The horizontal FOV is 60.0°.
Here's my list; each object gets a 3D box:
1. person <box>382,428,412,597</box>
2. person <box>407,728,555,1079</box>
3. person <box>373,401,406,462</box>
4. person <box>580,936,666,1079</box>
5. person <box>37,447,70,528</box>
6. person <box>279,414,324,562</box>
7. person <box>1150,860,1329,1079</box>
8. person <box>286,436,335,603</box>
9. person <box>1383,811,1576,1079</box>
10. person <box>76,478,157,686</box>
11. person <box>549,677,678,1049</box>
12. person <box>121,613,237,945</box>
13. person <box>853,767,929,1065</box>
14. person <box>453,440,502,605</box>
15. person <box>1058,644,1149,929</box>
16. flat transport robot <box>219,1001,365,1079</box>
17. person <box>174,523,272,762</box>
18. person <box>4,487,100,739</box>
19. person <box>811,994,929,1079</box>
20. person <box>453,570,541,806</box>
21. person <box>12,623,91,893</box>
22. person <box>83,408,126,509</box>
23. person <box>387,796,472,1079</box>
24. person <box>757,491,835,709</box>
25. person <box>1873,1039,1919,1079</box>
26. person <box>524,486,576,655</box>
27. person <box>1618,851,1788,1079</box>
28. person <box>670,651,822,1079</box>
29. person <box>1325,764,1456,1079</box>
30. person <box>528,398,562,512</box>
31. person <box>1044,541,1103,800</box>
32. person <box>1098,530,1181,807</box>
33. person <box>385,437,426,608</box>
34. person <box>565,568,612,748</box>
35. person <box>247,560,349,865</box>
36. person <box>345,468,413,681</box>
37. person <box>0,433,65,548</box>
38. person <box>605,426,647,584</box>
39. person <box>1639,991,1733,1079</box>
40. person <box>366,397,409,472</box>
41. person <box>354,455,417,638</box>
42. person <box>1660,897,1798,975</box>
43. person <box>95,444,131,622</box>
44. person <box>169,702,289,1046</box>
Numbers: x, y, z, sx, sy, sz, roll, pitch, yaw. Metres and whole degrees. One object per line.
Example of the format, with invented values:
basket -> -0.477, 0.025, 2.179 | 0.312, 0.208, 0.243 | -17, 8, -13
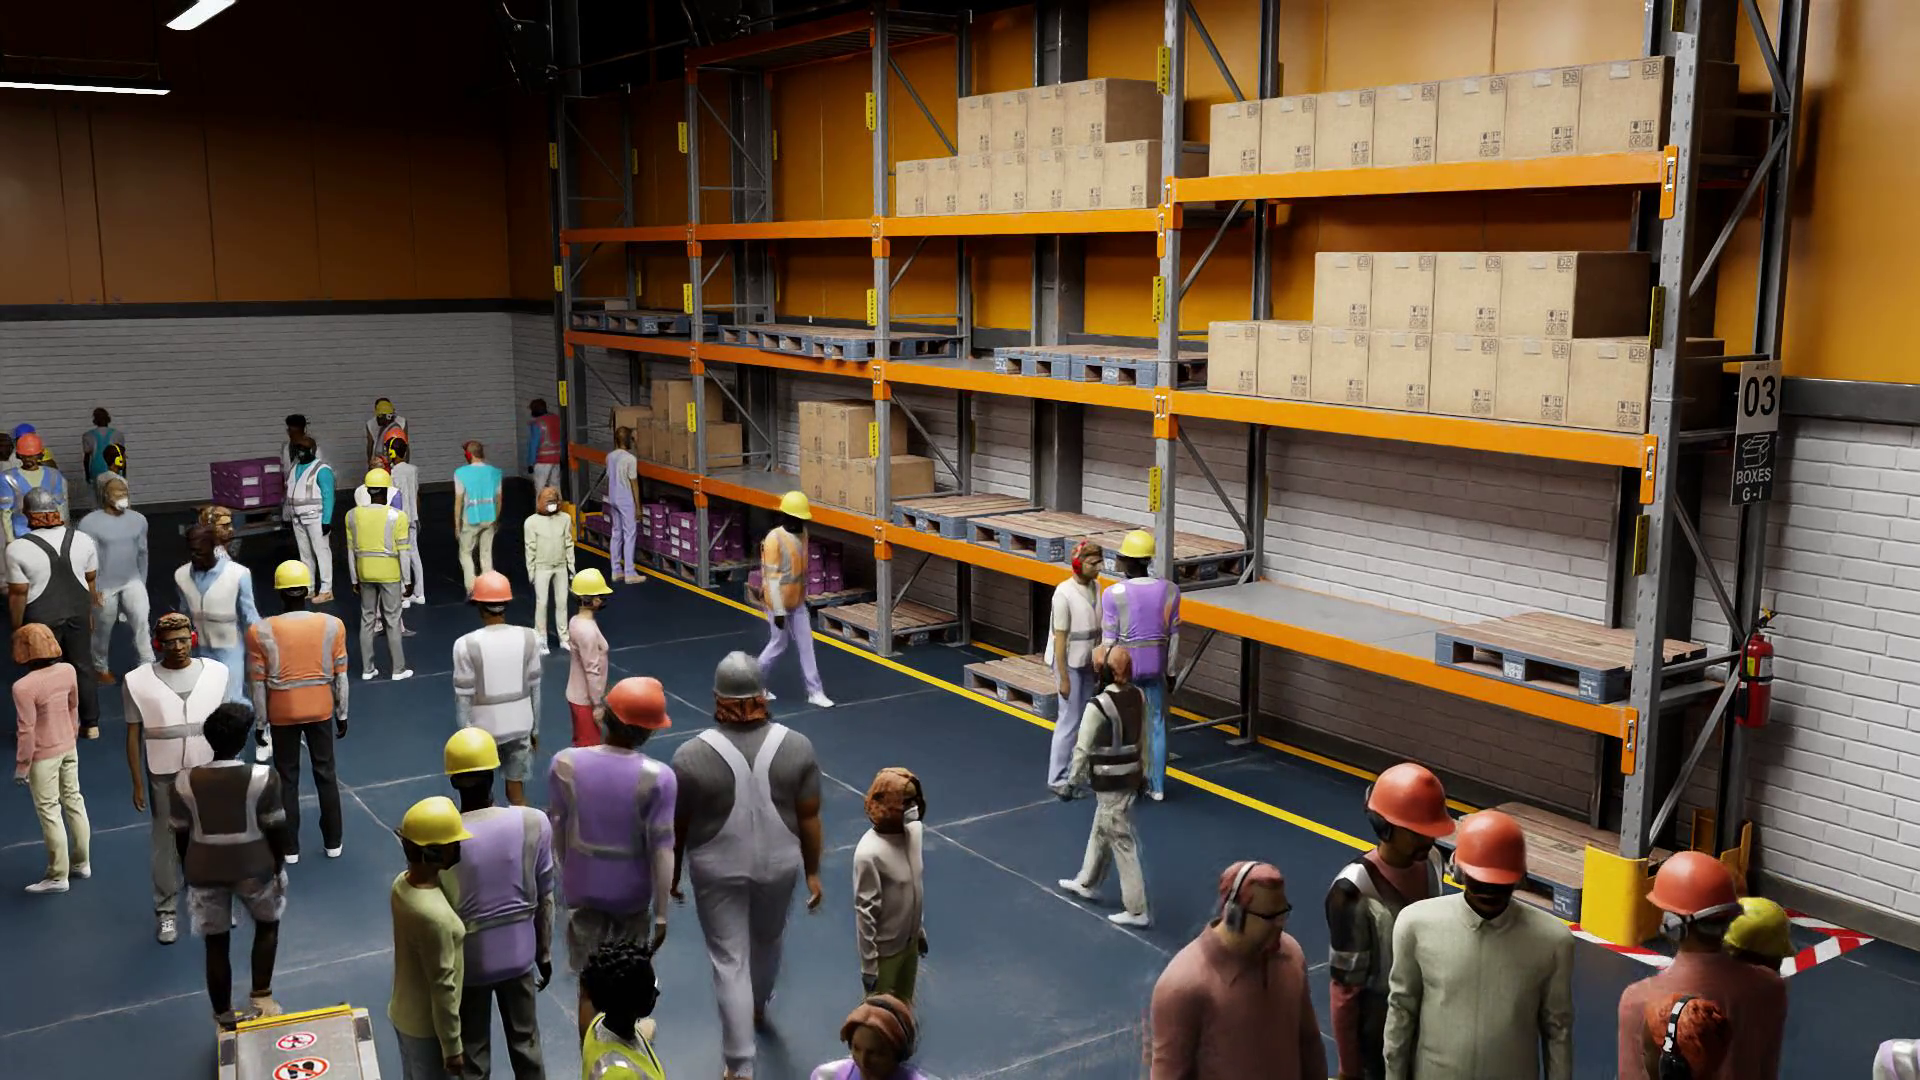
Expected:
person -> -6.191, -0.264, 18.302 | 0.544, 1.929, 0.388 | 8, 12, 38
person -> -1.929, 1.707, 6.751 | 0.586, 1.921, 0.383 | -6, 12, -33
person -> -7.895, -1.018, 23.037 | 0.403, 1.824, 0.593 | -7, 12, -36
person -> -1.054, 2.071, 5.273 | 0.318, 1.697, 0.534 | -3, 10, -17
person -> -10.014, -0.163, 18.285 | 0.486, 1.735, 0.338 | 2, 10, 11
person -> -7.863, -0.556, 19.942 | 0.636, 1.947, 0.492 | 4, 10, 22
person -> 0.969, 1.952, 5.506 | 0.672, 1.848, 1.013 | -9, 13, -41
person -> -7.171, -0.227, 18.328 | 0.633, 1.846, 0.429 | 5, 11, 29
person -> 1.749, 1.865, 5.648 | 0.617, 1.986, 0.416 | 2, 10, 13
person -> -7.372, 0.396, 14.567 | 1.007, 1.891, 0.634 | 8, 13, 40
person -> -1.538, 1.562, 7.466 | 0.610, 1.965, 0.961 | 0, 10, -2
person -> -4.353, 1.306, 9.324 | 0.566, 1.847, 0.389 | -8, 13, -40
person -> -0.290, 1.771, 7.217 | 0.264, 1.632, 0.507 | 5, 11, 27
person -> -5.241, -0.174, 18.105 | 0.605, 1.808, 0.488 | -9, 13, -42
person -> 0.803, 1.385, 9.553 | 0.790, 1.607, 0.528 | 7, 12, 36
flat transport robot -> -2.945, 2.417, 7.417 | 0.652, 0.197, 1.431 | -4, 11, -23
person -> -5.414, 0.796, 12.184 | 0.599, 1.898, 0.478 | 2, 10, 14
person -> -7.088, 0.592, 12.941 | 0.536, 2.000, 0.673 | 7, 12, 34
person -> -0.292, 2.162, 4.978 | 0.532, 1.614, 0.664 | 5, 11, 28
person -> -2.793, 1.139, 10.078 | 0.547, 1.924, 0.413 | -6, 11, -31
person -> -5.475, 1.300, 9.981 | 0.280, 1.634, 0.499 | 1, 10, 8
person -> -11.378, -0.855, 22.169 | 0.509, 1.788, 0.913 | -5, 11, -27
person -> -2.019, 1.846, 6.412 | 0.341, 1.761, 0.526 | -6, 11, -31
person -> -1.481, 0.490, 14.050 | 0.831, 1.875, 0.661 | 5, 11, 26
person -> 3.115, 2.107, 5.229 | 0.511, 1.641, 0.307 | 4, 10, 20
person -> -3.924, 0.288, 15.952 | 0.502, 1.624, 0.296 | -8, 13, -40
person -> 2.346, 1.950, 5.307 | 0.632, 1.940, 1.033 | -2, 10, -13
person -> -1.038, 1.466, 7.816 | 0.702, 2.000, 1.053 | -3, 10, -19
person -> 1.574, 1.780, 6.028 | 0.613, 2.028, 0.409 | -9, 13, -42
person -> -5.884, -1.133, 23.769 | 0.477, 1.816, 0.715 | 4, 11, 24
person -> 0.811, 0.903, 11.743 | 0.421, 1.830, 0.569 | 6, 11, 33
person -> 1.232, 0.888, 11.538 | 0.595, 1.925, 0.373 | -3, 10, -19
person -> -6.062, -0.191, 18.077 | 0.328, 1.862, 0.509 | 4, 11, 24
person -> -2.437, 1.061, 10.990 | 0.322, 1.769, 0.523 | -4, 10, -21
person -> -4.148, 1.078, 10.464 | 0.581, 1.919, 0.397 | -6, 12, -33
person -> -5.205, 0.313, 14.954 | 0.584, 1.918, 0.408 | 1, 10, 6
person -> -9.343, -0.068, 16.824 | 0.395, 2.039, 0.606 | 8, 13, 40
person -> -3.923, -0.408, 19.404 | 0.517, 1.839, 0.342 | 8, 12, 38
person -> 1.930, 2.118, 4.470 | 0.575, 1.880, 0.359 | -6, 11, -32
person -> -8.083, -1.109, 23.556 | 0.579, 1.829, 0.409 | -1, 10, -7
person -> -5.735, 0.080, 16.519 | 0.568, 1.845, 0.386 | 4, 10, 21
person -> 2.518, 2.009, 5.627 | 0.842, 1.693, 0.507 | -2, 10, -12
person -> -8.804, -0.074, 17.390 | 0.510, 1.863, 0.327 | 6, 11, 31
person -> -3.521, 1.603, 8.078 | 0.543, 1.676, 0.466 | -2, 10, -13
